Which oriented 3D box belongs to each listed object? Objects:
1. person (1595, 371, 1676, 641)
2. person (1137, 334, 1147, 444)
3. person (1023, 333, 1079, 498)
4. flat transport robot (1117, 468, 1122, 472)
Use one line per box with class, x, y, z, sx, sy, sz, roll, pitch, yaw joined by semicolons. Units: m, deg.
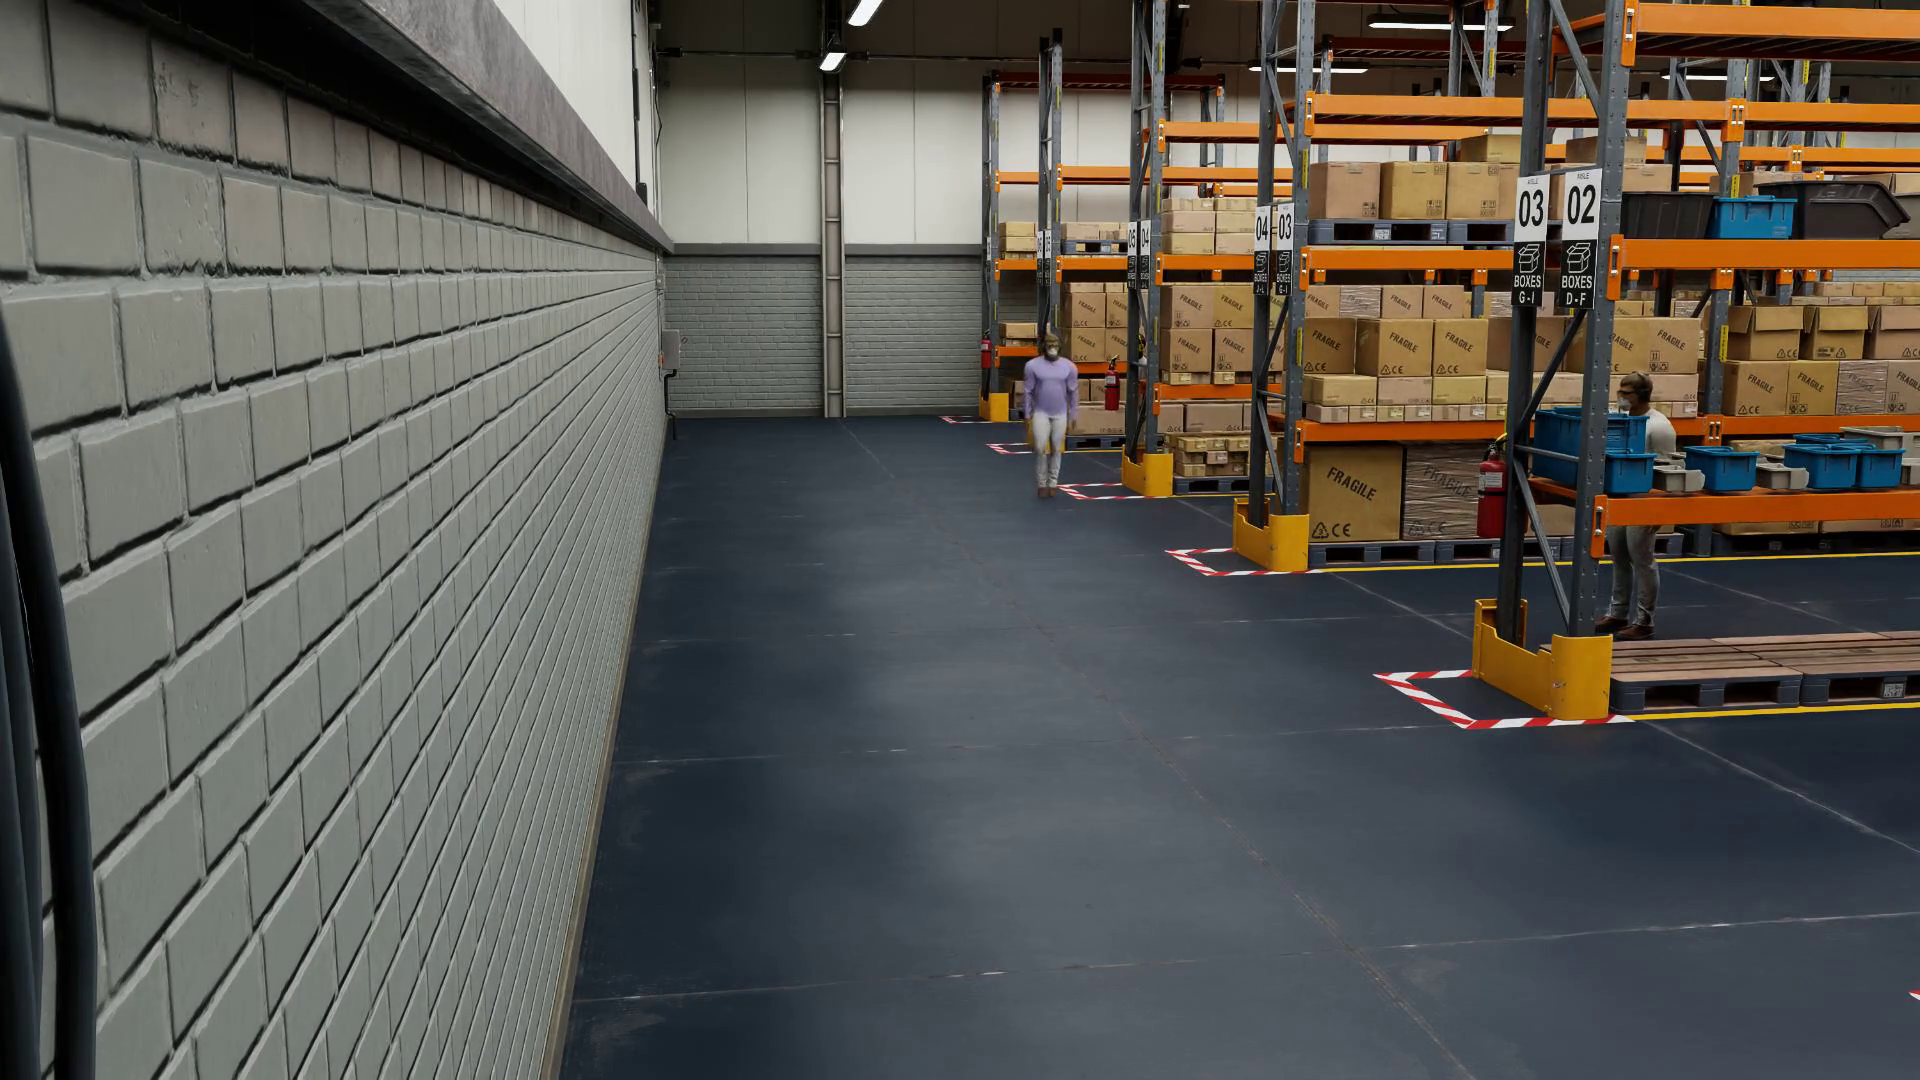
person;4.853;-0.246;11.982;0.353;1.936;0.635;-3;10;-16
person;2.262;-1.679;21.075;0.325;1.860;0.515;-1;9;-7
person;1.069;-1.432;19.338;0.655;1.921;0.668;0;9;-2
flat transport robot;2.825;-0.965;21.544;1.431;0.197;0.652;-4;10;-22
